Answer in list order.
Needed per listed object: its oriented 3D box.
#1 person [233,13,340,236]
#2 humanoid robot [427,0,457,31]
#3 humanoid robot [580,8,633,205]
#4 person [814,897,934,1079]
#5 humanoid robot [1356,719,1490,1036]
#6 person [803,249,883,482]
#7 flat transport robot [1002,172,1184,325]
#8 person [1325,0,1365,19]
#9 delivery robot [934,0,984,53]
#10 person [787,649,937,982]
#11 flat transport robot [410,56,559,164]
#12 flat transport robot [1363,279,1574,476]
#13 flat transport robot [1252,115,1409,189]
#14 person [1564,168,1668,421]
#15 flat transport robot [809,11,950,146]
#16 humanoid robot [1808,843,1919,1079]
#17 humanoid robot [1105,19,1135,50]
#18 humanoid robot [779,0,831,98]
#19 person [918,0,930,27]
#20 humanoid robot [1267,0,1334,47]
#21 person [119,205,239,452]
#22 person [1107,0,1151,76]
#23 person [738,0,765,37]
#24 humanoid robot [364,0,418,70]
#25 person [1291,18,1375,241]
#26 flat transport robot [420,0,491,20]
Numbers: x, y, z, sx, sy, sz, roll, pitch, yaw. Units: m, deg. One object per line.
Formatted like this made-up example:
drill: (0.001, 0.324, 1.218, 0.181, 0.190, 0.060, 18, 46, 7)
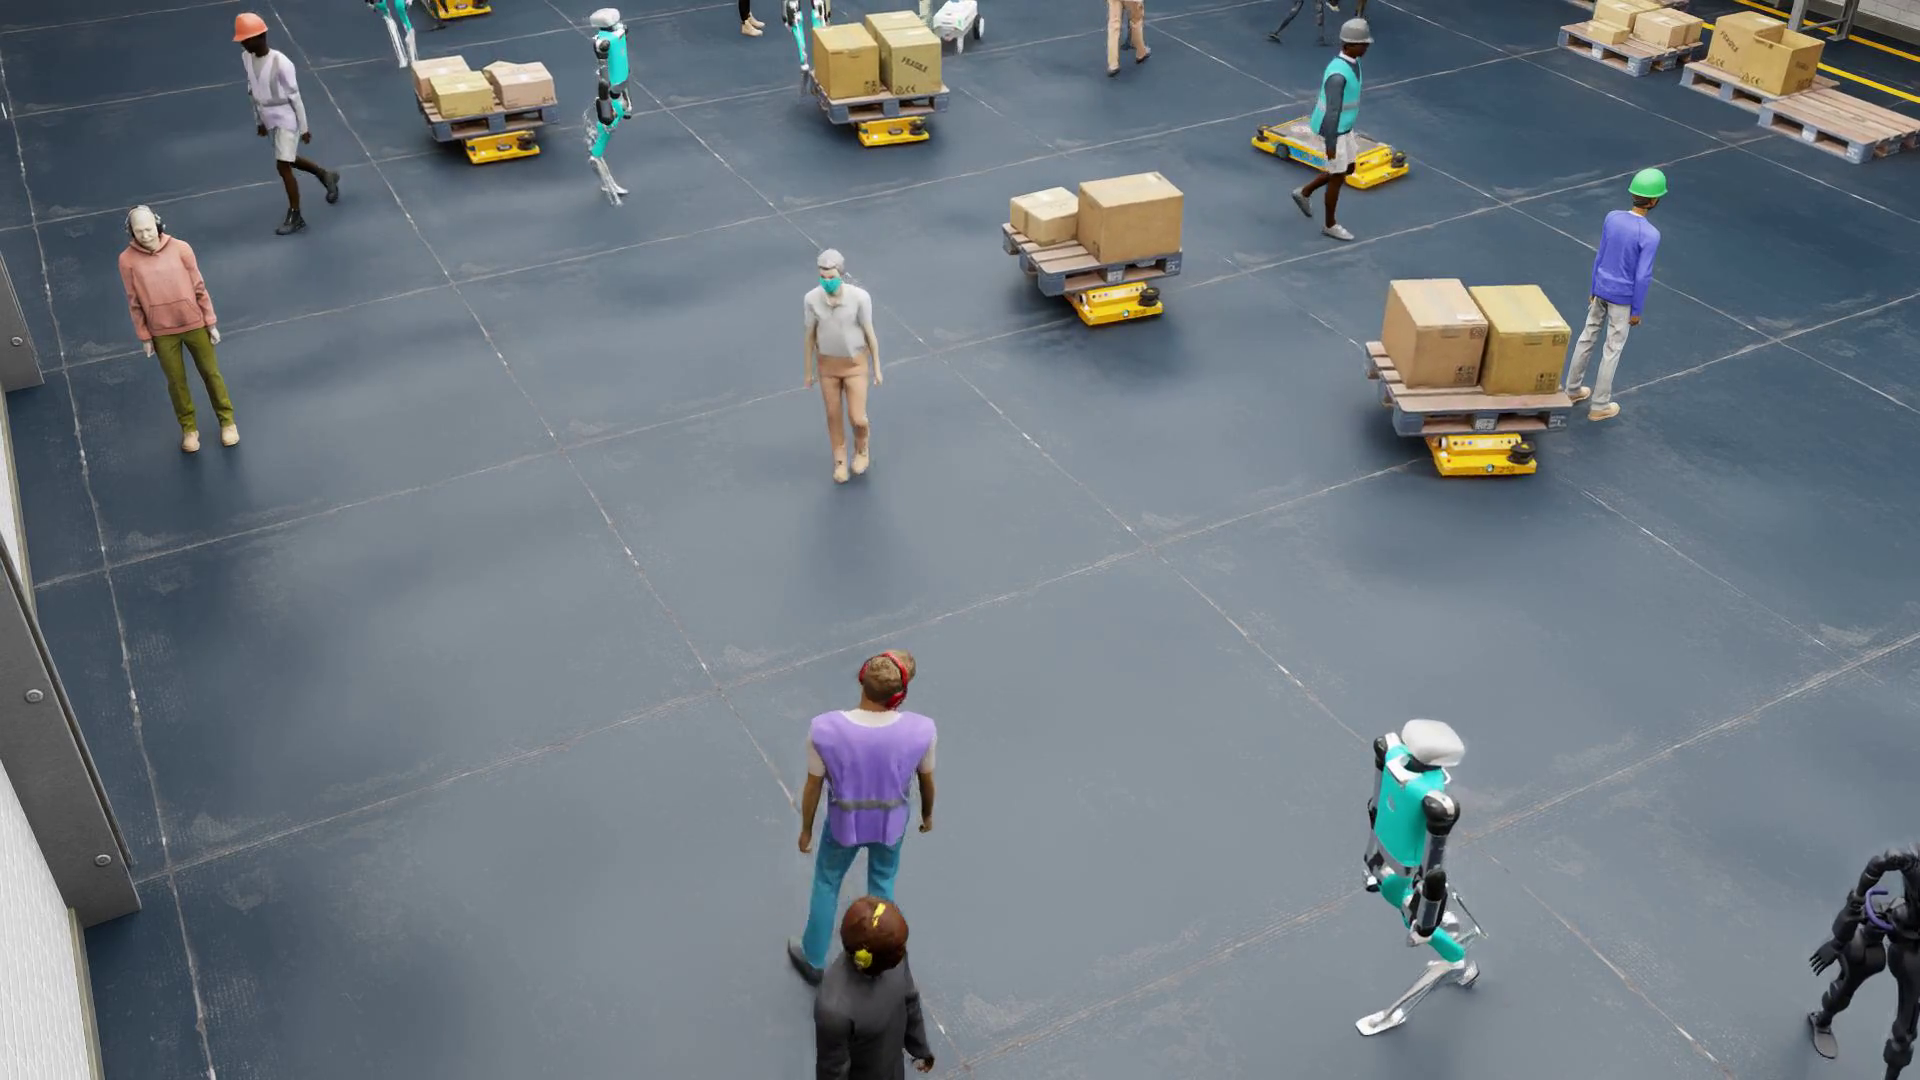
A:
person: (-5.913, -3.717, 14.607, 0.551, 1.906, 0.841, 19, 39, 25)
humanoid robot: (-6.104, -6.708, 19.070, 0.370, 1.648, 0.601, -11, 36, -15)
humanoid robot: (-3.274, -3.897, 15.003, 0.716, 1.797, 0.541, 8, 36, 11)
person: (-0.314, 2.058, 6.401, 0.437, 1.853, 0.492, 14, 37, 19)
humanoid robot: (2.160, 1.510, 7.354, 0.792, 1.877, 0.546, -10, 36, -14)
person: (-0.781, -1.151, 11.076, 0.532, 1.738, 0.384, 4, 35, 6)
flat transport robot: (1.091, -2.221, 13.887, 0.659, 0.231, 1.431, -12, 37, -16)
person: (4.618, -7.029, 19.320, 0.600, 1.914, 0.959, 2, 35, 2)
delivery robot: (-0.045, -5.891, 18.885, 0.499, 0.603, 0.803, 9, 36, 13)
person: (-0.437, 1.279, 7.552, 0.681, 1.801, 0.410, -4, 35, -5)
flat transport robot: (-4.689, -4.119, 16.597, 0.659, 0.231, 1.431, -15, 38, -20)
flat transport robot: (3.613, -0.921, 12.030, 0.659, 0.231, 1.431, -2, 35, -3)
flat transport robot: (3.577, -3.772, 16.101, 0.659, 0.231, 1.431, -25, 42, -31)
person: (4.684, -1.746, 11.826, 0.381, 1.865, 0.457, -19, 39, -25)
flat transport robot: (-0.828, -4.371, 16.957, 0.659, 0.231, 1.431, -10, 36, -14)
humanoid robot: (3.968, 1.747, 7.016, 0.607, 1.627, 0.727, 5, 35, 7)
humanoid robot: (1.868, -6.293, 18.472, 0.603, 1.642, 0.393, 14, 37, 19)
humanoid robot: (-1.564, -5.298, 17.058, 0.561, 1.835, 0.781, -7, 36, -10)
person: (-0.217, -6.662, 18.891, 0.594, 1.806, 0.801, 20, 40, 26)
humanoid robot: (3.901, -6.345, 18.588, 0.746, 1.630, 0.603, 20, 40, 26)
person: (-5.389, -1.463, 11.450, 0.520, 1.831, 0.365, -15, 38, -20)
person: (1.831, -5.914, 17.960, 0.464, 1.635, 0.837, 14, 37, 19)
person: (-2.426, -6.630, 18.935, 0.320, 1.697, 0.531, 1, 35, 1)
humanoid robot: (-6.110, -5.848, 17.840, 0.536, 1.826, 0.814, -4, 35, -5)
person: (3.244, -3.548, 14.342, 0.571, 1.923, 0.578, 16, 38, 22)
flat transport robot: (-6.216, -6.627, 20.177, 0.659, 0.231, 1.431, -17, 39, -23)
